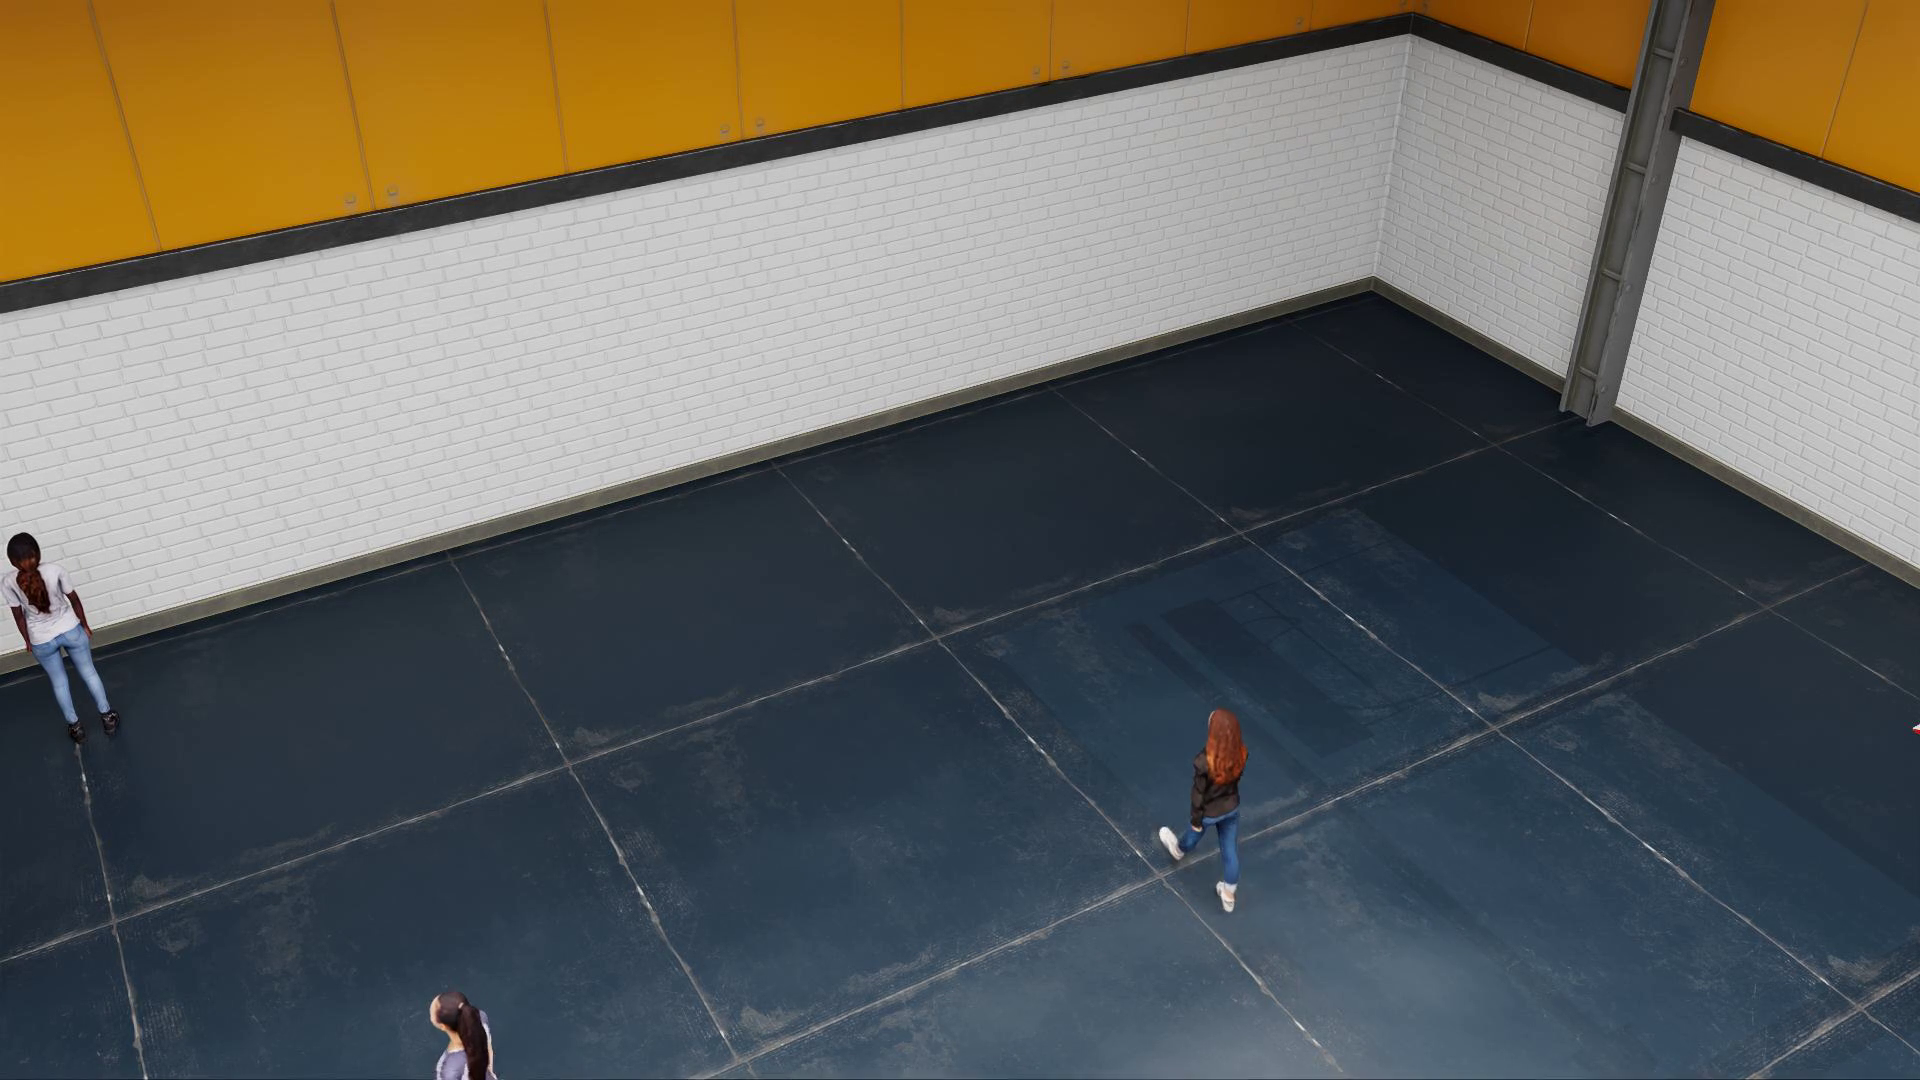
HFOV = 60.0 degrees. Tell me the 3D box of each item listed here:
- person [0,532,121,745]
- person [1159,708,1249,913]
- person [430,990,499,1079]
[{"bbox_3d":[-6.327,0.676,11.656,0.581,1.719,0.522,-19,38,-26],"label":"person"},{"bbox_3d":[1.641,1.705,10.357,0.633,1.444,0.966,-14,36,-19],"label":"person"},{"bbox_3d":[-2.392,2.884,8.411,0.910,1.634,0.853,8,34,12],"label":"person"}]
